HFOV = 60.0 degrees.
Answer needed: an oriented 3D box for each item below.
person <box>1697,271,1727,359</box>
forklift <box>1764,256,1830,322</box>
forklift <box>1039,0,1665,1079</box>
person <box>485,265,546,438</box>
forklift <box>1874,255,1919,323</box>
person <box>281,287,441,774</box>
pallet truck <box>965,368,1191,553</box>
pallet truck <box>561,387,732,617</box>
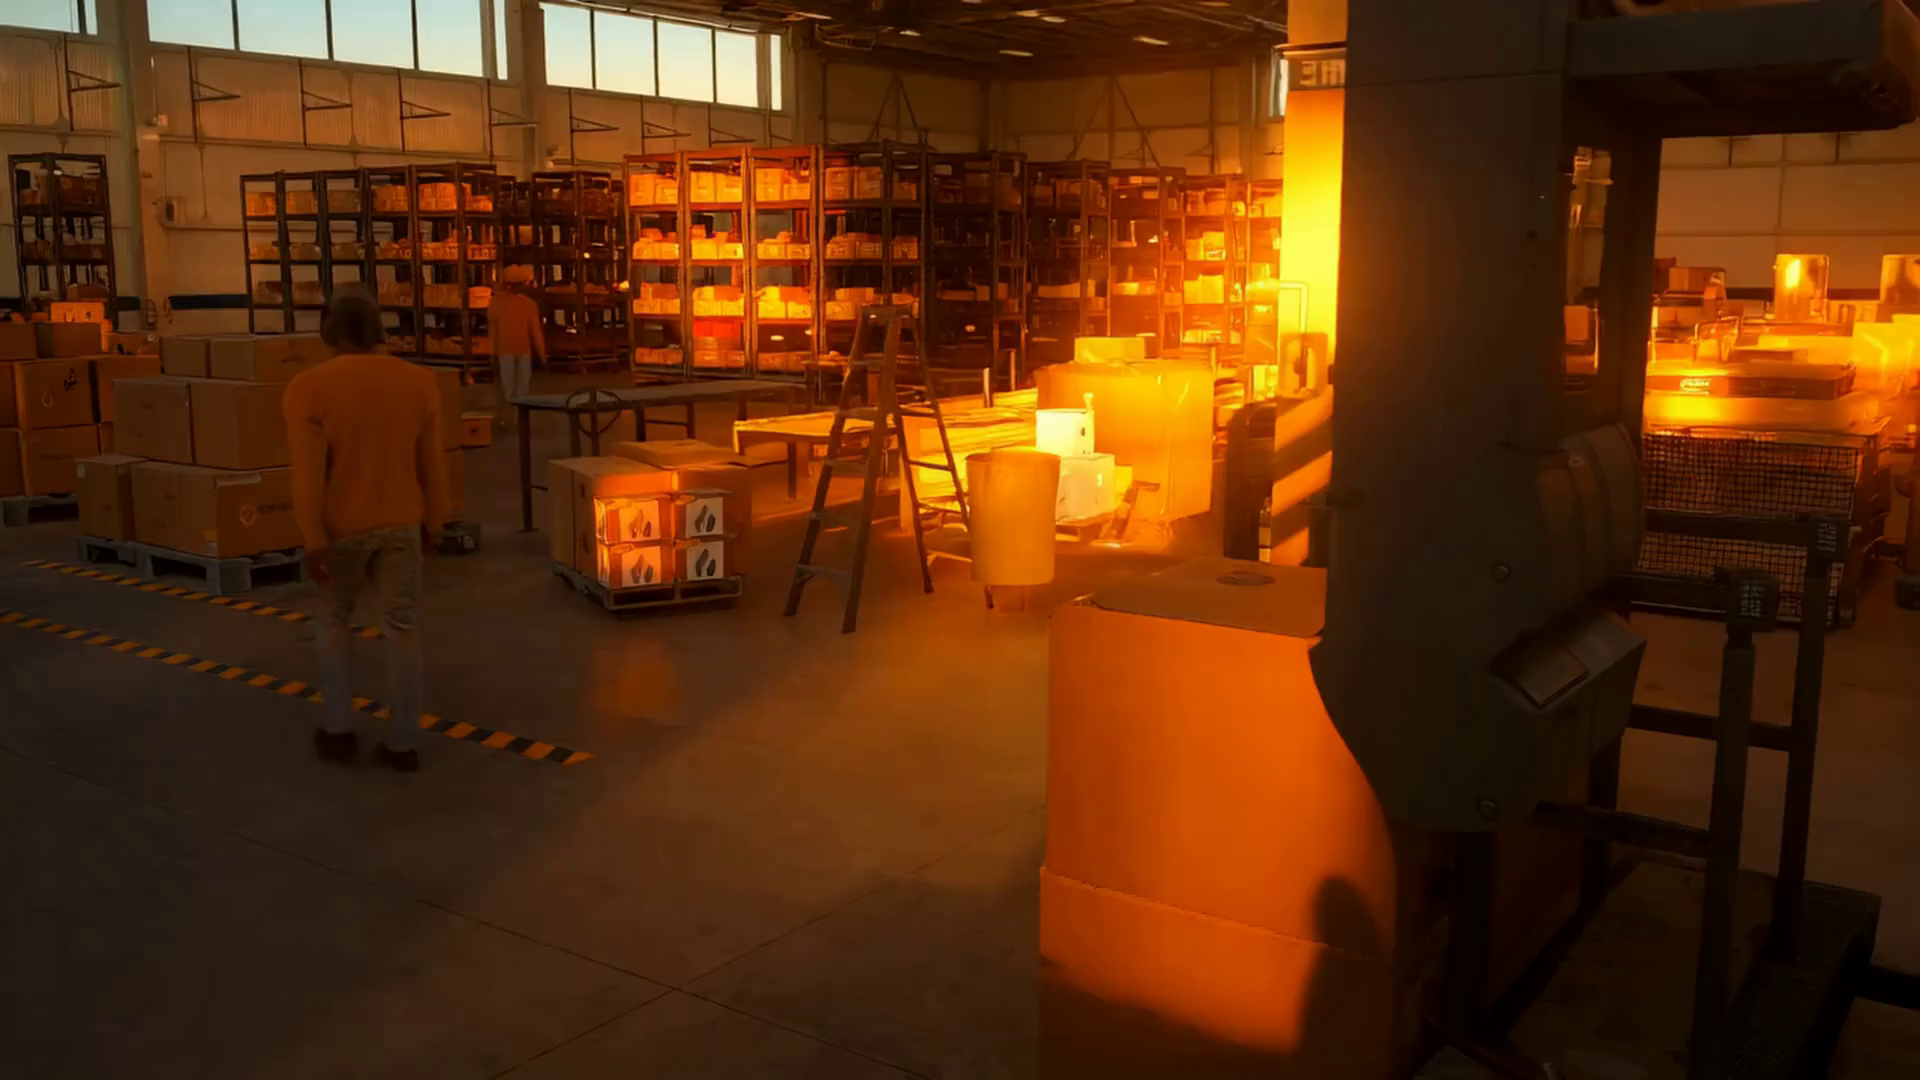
[{"bbox_3d":[15.598,-4.615,34.254,0.832,1.797,0.615,-3,10,-18],"label":"person"},{"bbox_3d":[20.253,-5.854,40.139,1.157,1.987,2.680,7,12,35],"label":"forklift"},{"bbox_3d":[1.249,-0.137,4.360,1.873,2.768,1.129,7,12,35],"label":"forklift"},{"bbox_3d":[-5.030,-2.129,18.915,0.710,1.970,0.447,-8,13,-40],"label":"person"},{"bbox_3d":[22.089,-5.634,38.796,1.157,1.987,2.680,6,11,33],"label":"forklift"},{"bbox_3d":[-2.400,-0.043,6.679,0.639,1.913,0.763,-7,12,-36],"label":"person"},{"bbox_3d":[0.845,-0.609,11.869,1.630,1.274,0.653,7,12,35],"label":"pallet truck"},{"bbox_3d":[-1.981,-0.274,10.088,0.680,1.201,1.601,-5,11,-28],"label":"pallet truck"}]
